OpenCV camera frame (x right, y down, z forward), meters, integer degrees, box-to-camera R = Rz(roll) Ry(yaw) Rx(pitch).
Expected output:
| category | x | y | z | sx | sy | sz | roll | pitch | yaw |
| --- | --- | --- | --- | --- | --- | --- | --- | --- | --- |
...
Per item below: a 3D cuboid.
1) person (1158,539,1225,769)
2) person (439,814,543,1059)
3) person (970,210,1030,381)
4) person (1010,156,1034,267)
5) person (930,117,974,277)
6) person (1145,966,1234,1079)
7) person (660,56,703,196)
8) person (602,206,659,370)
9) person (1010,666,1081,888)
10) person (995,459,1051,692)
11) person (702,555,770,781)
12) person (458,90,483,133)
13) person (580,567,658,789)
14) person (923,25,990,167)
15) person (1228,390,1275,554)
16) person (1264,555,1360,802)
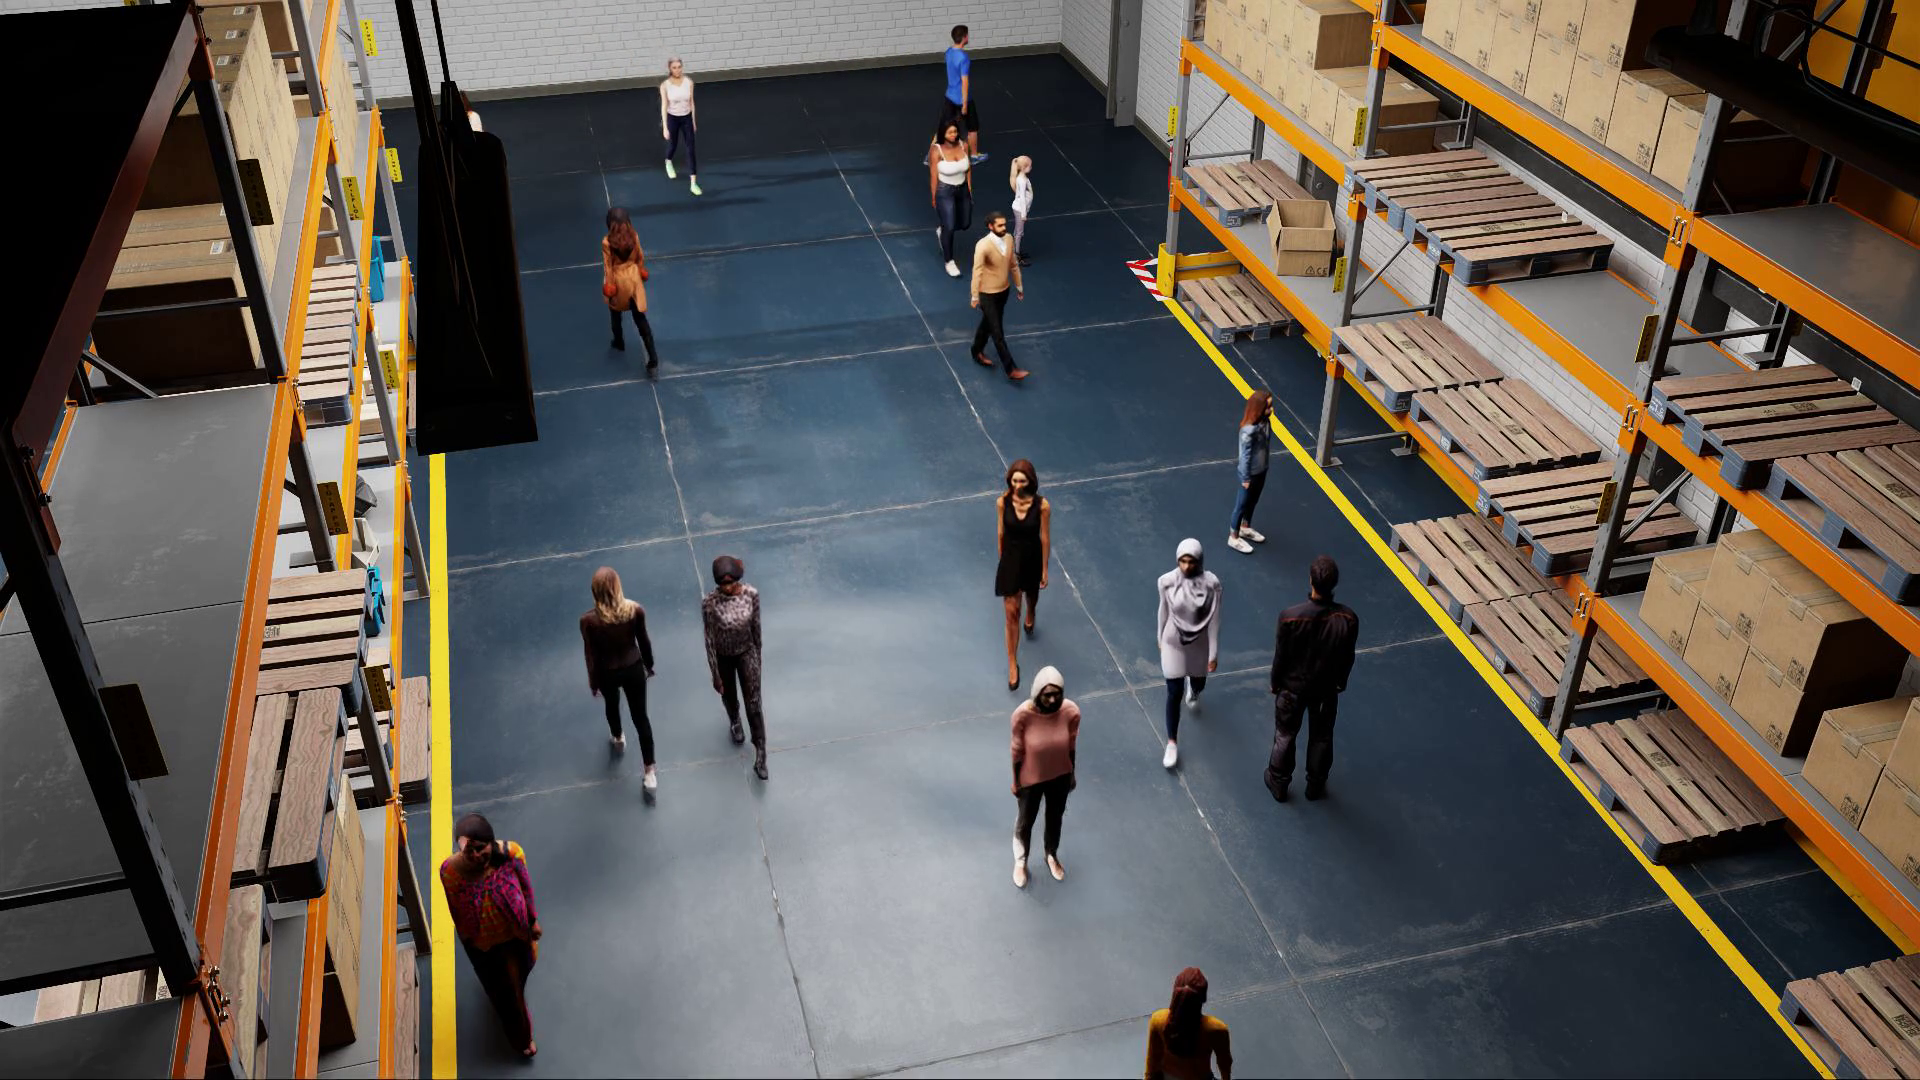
| category | x | y | z | sx | sy | sz | roll | pitch | yaw |
| --- | --- | --- | --- | --- | --- | --- | --- | --- | --- |
| person | 1.633 | 0.715 | 11.787 | 0.919 | 1.751 | 1.163 | 6 | 34 | 9 |
| person | -2.685 | 2.170 | 9.671 | 0.794 | 1.671 | 1.140 | -17 | 37 | -23 |
| person | 0.285 | -2.480 | 16.631 | 1.237 | 1.711 | 1.047 | 28 | 43 | 36 |
| person | 0.685 | -3.767 | 18.960 | 0.583 | 1.275 | 0.475 | -1 | 34 | -2 |
| person | -0.132 | -3.904 | 18.698 | 0.786 | 1.795 | 1.041 | -16 | 37 | -23 |
| person | 1.135 | 2.925 | 8.514 | 1.035 | 1.694 | 1.258 | 10 | 35 | 14 |
| person | -3.545 | -5.228 | 20.806 | 0.812 | 1.665 | 1.242 | -16 | 37 | -23 |
| person | -3.301 | -2.484 | 16.669 | 1.001 | 1.675 | 1.300 | -22 | 39 | -29 |
| person | 0.538 | 1.489 | 10.647 | 0.609 | 1.725 | 0.525 | -7 | 34 | -10 |
| person | 0.506 | 0.172 | 12.577 | 0.845 | 1.782 | 1.203 | 4 | 34 | 5 |
| person | -1.617 | 0.791 | 11.738 | 0.554 | 1.679 | 1.030 | -8 | 35 | -12 |
| person | -5.760 | -4.468 | 19.655 | 0.745 | 1.674 | 0.760 | -28 | 43 | -36 |
| person | -2.317 | 0.978 | 11.466 | 0.729 | 1.670 | 1.135 | -12 | 36 | -18 |
| person | -0.107 | -5.591 | 21.202 | 1.009 | 1.831 | 1.239 | -23 | 40 | -31 |
| person | 2.454 | -0.596 | 14.010 | 0.673 | 1.475 | 0.635 | 22 | 40 | 30 |
| person | 2.366 | 0.948 | 11.261 | 0.766 | 1.945 | 0.698 | 0 | 34 | 1 |
